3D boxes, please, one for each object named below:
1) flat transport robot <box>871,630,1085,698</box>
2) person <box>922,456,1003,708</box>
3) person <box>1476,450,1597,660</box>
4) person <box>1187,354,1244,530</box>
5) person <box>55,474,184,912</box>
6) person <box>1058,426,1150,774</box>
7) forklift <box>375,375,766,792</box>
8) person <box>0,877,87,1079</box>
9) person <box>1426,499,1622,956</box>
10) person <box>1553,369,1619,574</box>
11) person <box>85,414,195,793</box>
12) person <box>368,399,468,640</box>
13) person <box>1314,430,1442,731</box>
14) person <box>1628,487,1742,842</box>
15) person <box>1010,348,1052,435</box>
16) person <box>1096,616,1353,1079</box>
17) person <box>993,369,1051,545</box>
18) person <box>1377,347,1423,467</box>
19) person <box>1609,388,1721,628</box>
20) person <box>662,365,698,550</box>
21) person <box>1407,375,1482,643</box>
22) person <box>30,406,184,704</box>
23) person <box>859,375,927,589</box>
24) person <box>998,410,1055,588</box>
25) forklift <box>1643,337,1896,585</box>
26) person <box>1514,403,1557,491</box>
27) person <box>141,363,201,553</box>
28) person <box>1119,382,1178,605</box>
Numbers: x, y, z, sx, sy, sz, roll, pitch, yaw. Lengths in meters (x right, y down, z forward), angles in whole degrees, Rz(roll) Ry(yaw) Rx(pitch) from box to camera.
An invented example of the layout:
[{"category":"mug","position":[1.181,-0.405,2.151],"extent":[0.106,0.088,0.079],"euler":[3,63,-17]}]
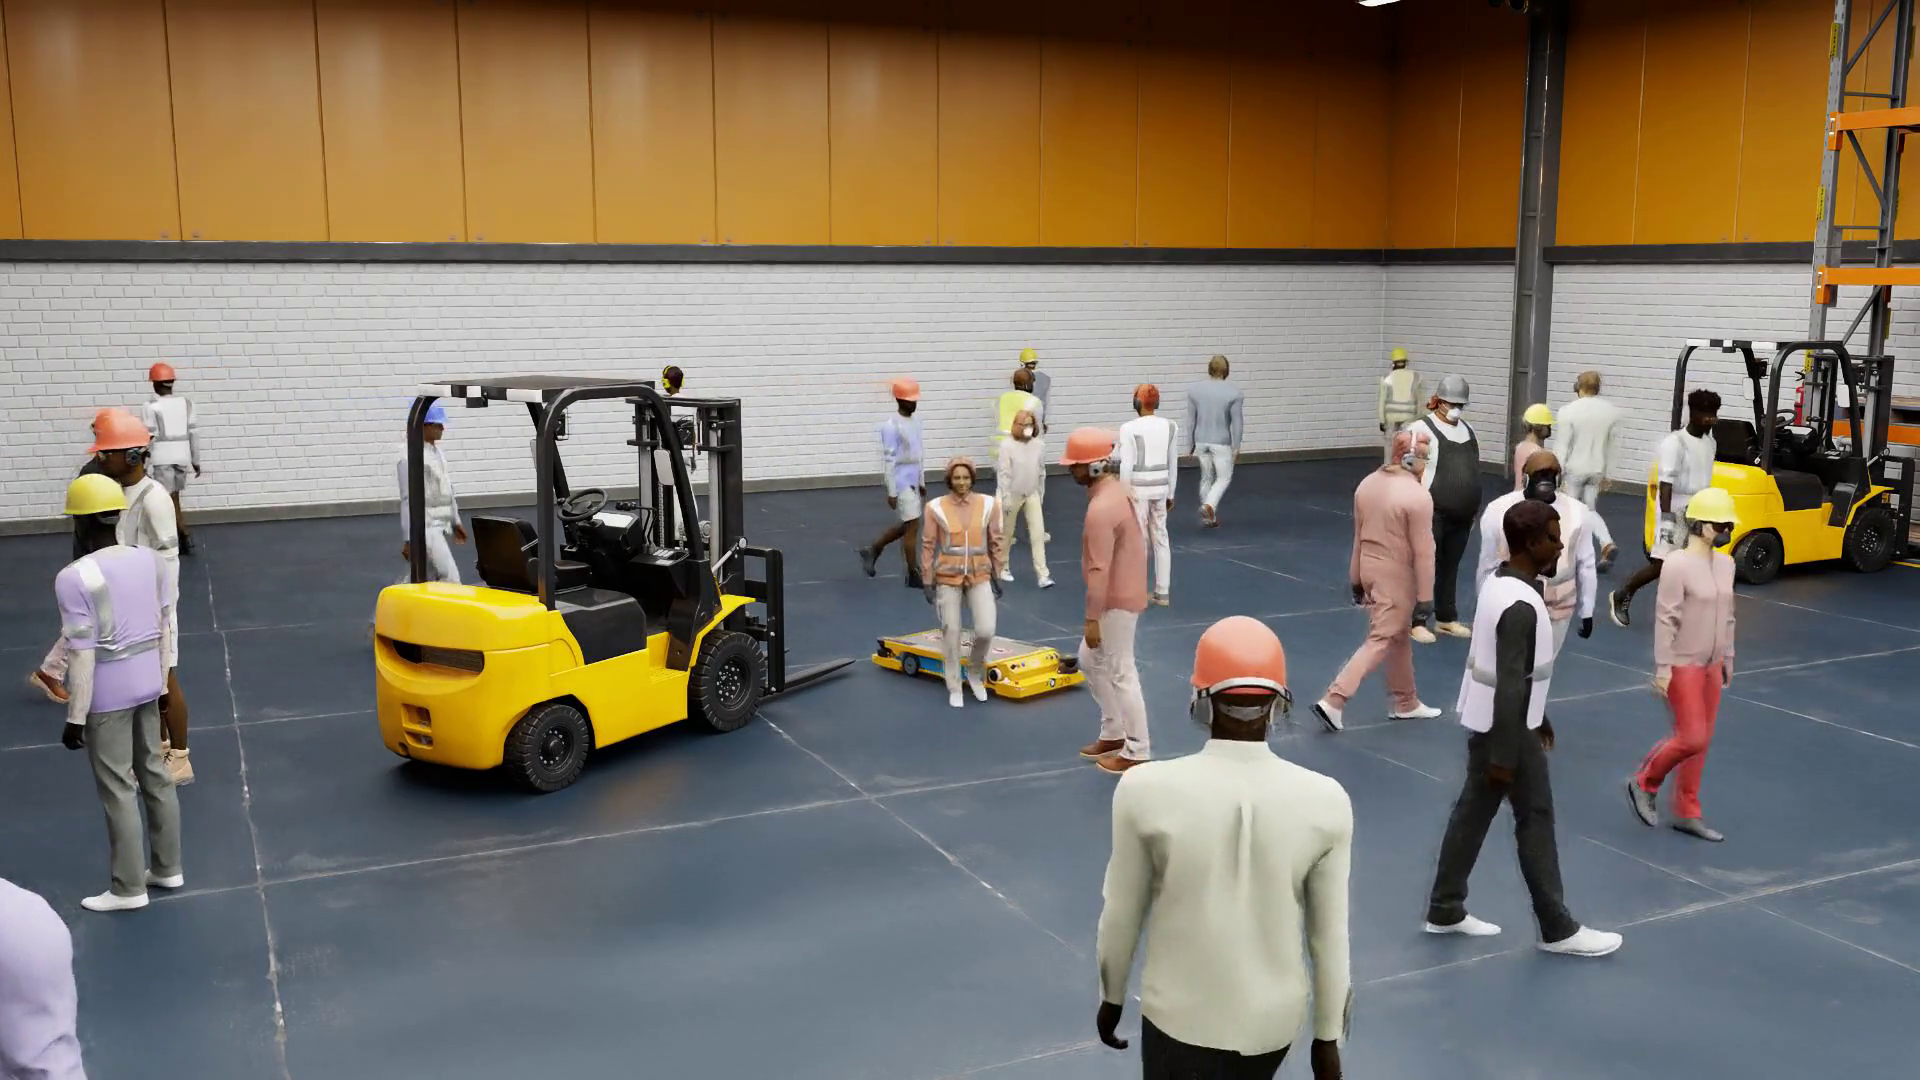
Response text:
[{"category":"flat transport robot","position":[0.107,0.821,11.465],"extent":[1.431,0.197,0.652],"euler":[9,13,44]},{"category":"person","position":[0.020,0.277,10.647],"extent":[0.535,1.624,0.386],"euler":[-2,9,-10]},{"category":"person","position":[3.318,0.365,9.609],"extent":[0.640,1.796,0.987],"euler":[1,9,5]},{"category":"person","position":[2.696,-1.021,17.816],"extent":[0.640,1.923,0.670],"euler":[5,11,31]},{"category":"person","position":[-3.710,0.667,7.297],"extent":[0.382,1.924,0.594],"euler":[2,9,14]},{"category":"person","position":[0.810,0.341,9.209],"extent":[0.563,1.960,0.641],"euler":[2,9,13]},{"category":"forklift","position":[-2.268,0.149,9.685],"extent":[1.214,2.155,2.313],"euler":[6,11,32]},{"category":"person","position":[-2.099,1.313,3.458],"extent":[0.643,1.898,1.028],"euler":[-1,9,-9]},{"category":"person","position":[2.322,0.767,6.852],"extent":[0.662,1.908,0.602],"euler":[1,9,9]},{"category":"person","position":[5.756,-0.600,15.217],"extent":[0.634,1.912,0.694],"euler":[-3,10,-18]},{"category":"person","position":[-4.425,0.342,8.957],"extent":[0.615,2.041,0.386],"euler":[9,13,44]},{"category":"person","position":[-3.908,-0.093,12.098],"extent":[0.966,1.912,0.612],"euler":[0,9,-1]},{"category":"person","position":[2.582,0.251,10.108],"extent":[0.940,1.862,0.650],"euler":[-3,10,-20]},{"category":"person","position":[3.613,0.609,8.161],"extent":[0.543,1.755,0.381],"euler":[-6,11,-32]},{"category":"person","position":[0.881,-1.530,21.254],"extent":[0.611,1.829,0.415],"euler":[-5,10,-27]},{"category":"person","position":[0.663,1.168,4.107],"extent":[0.607,1.960,0.933],"euler":[-1,9,-6]},{"category":"person","position":[0.641,-0.848,17.076],"extent":[0.635,1.806,0.764],"euler":[6,11,34]},{"category":"person","position":[5.806,-1.637,21.944],"extent":[0.595,1.809,0.749],"euler":[1,9,4]},{"category":"person","position":[5.424,-0.207,12.695],"extent":[0.639,1.934,0.786],"euler":[-5,10,-29]},{"category":"person","position":[-2.836,-0.811,16.661],"extent":[0.313,1.865,0.528],"euler":[5,11,30]},{"category":"person","position":[3.693,-0.246,12.609],"extent":[0.673,2.000,0.535],"euler":[-5,11,-31]},{"category":"person","position":[-5.565,0.118,10.647],"extent":[0.931,1.956,0.618],"euler":[-2,9,-11]},{"category":"person","position":[-0.564,-0.511,14.680],"extent":[0.732,1.907,0.578],"euler":[4,10,24]},{"category":"person","position":[0.550,-0.371,14.797],"extent":[0.516,1.573,0.853],"euler":[-4,10,-24]},{"category":"forklift","position":[7.551,-0.789,15.507],"extent":[2.313,2.155,1.214],"euler":[-4,10,-25]},{"category":"person","position":[4.598,-0.236,13.462],"extent":[0.706,1.748,0.540],"euler":[0,9,0]},{"category":"person","position":[-7.897,-0.823,16.630],"extent":[0.886,1.905,0.557],"euler":[6,11,34]},{"category":"person","position":[1.558,-0.373,13.881],"extent":[0.584,1.882,0.337],"euler":[-5,11,-29]}]
